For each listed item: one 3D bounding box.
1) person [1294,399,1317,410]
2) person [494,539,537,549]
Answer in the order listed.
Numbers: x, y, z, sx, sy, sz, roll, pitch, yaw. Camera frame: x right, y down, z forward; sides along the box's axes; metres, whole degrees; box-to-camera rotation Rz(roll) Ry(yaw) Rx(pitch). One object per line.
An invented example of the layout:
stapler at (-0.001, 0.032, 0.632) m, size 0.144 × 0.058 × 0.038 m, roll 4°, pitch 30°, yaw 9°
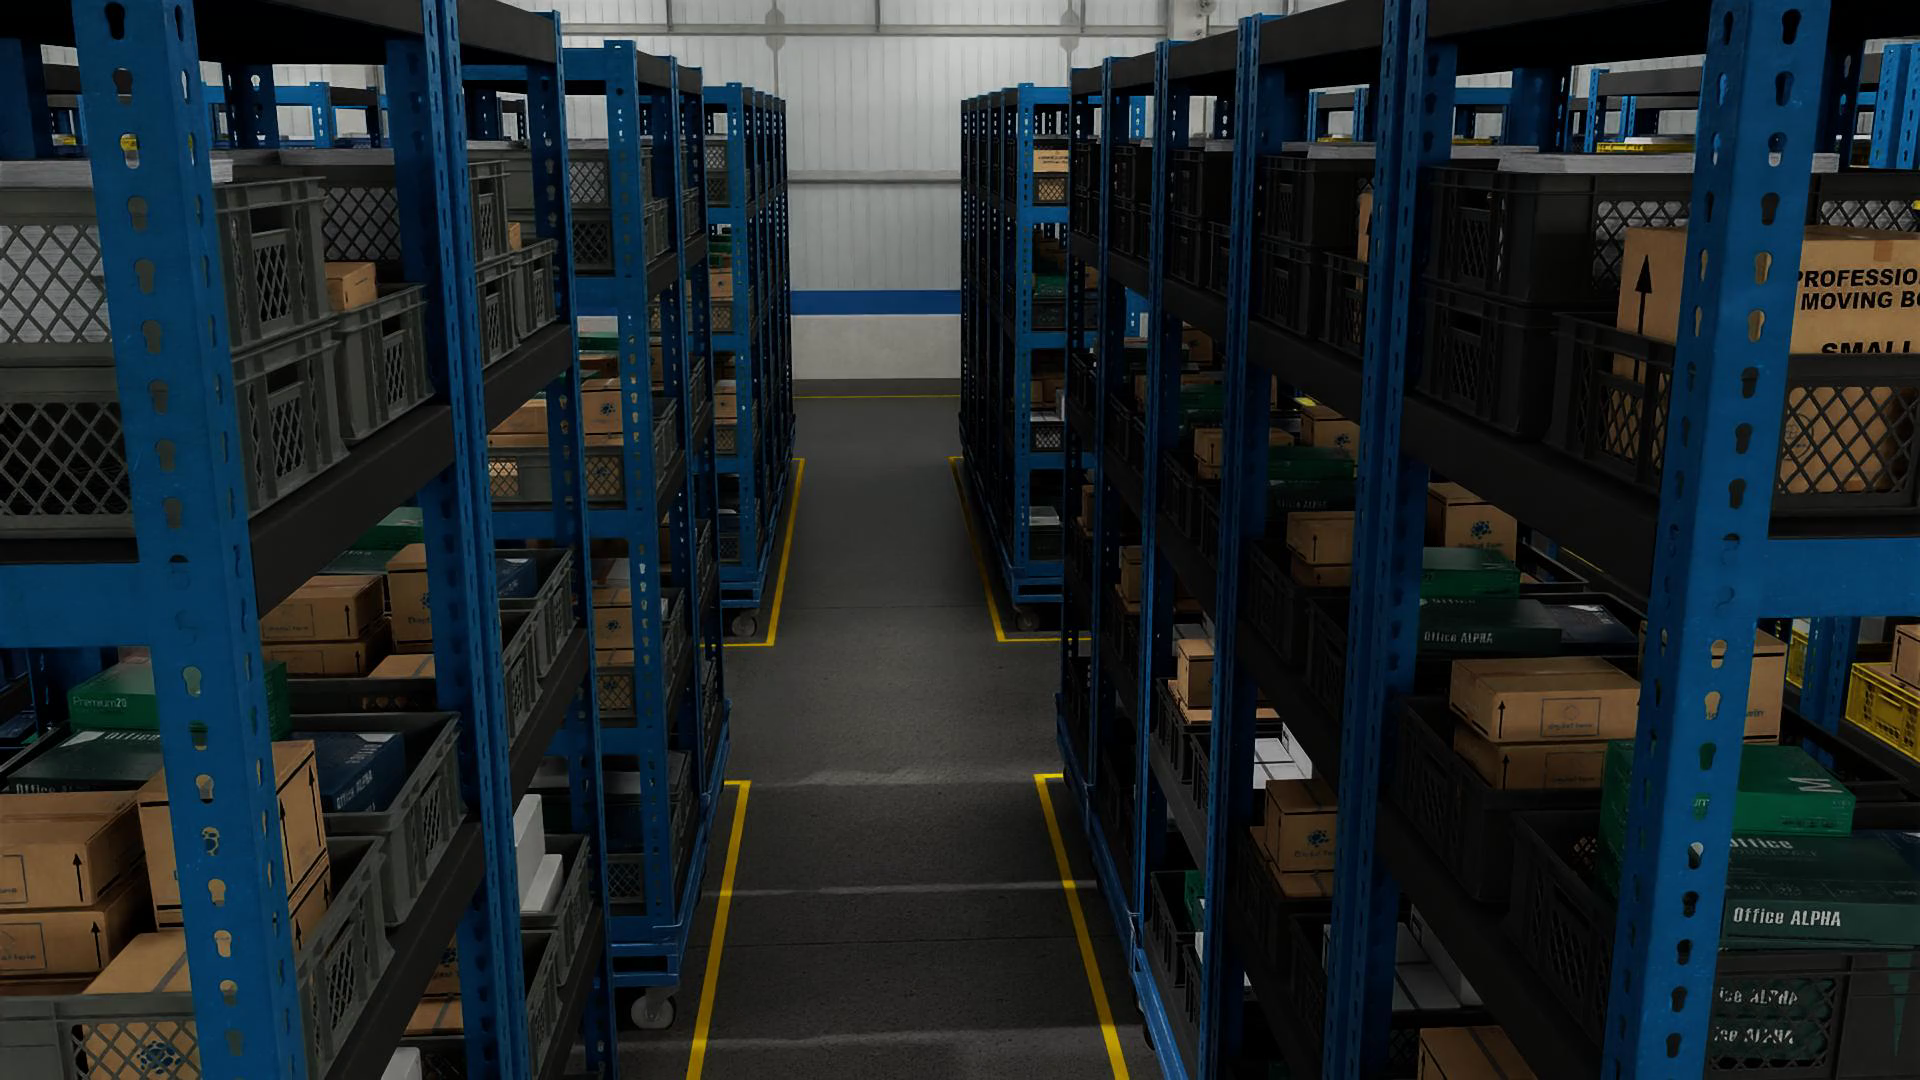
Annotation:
person at (1.936, 0.088, 9.612) m, size 0.600 × 1.831 × 0.404 m, roll -10°, pitch 17°, yaw -35°
person at (-2.307, 0.267, 8.557) m, size 0.392 × 1.995 × 0.612 m, roll 6°, pitch 15°, yaw 24°
